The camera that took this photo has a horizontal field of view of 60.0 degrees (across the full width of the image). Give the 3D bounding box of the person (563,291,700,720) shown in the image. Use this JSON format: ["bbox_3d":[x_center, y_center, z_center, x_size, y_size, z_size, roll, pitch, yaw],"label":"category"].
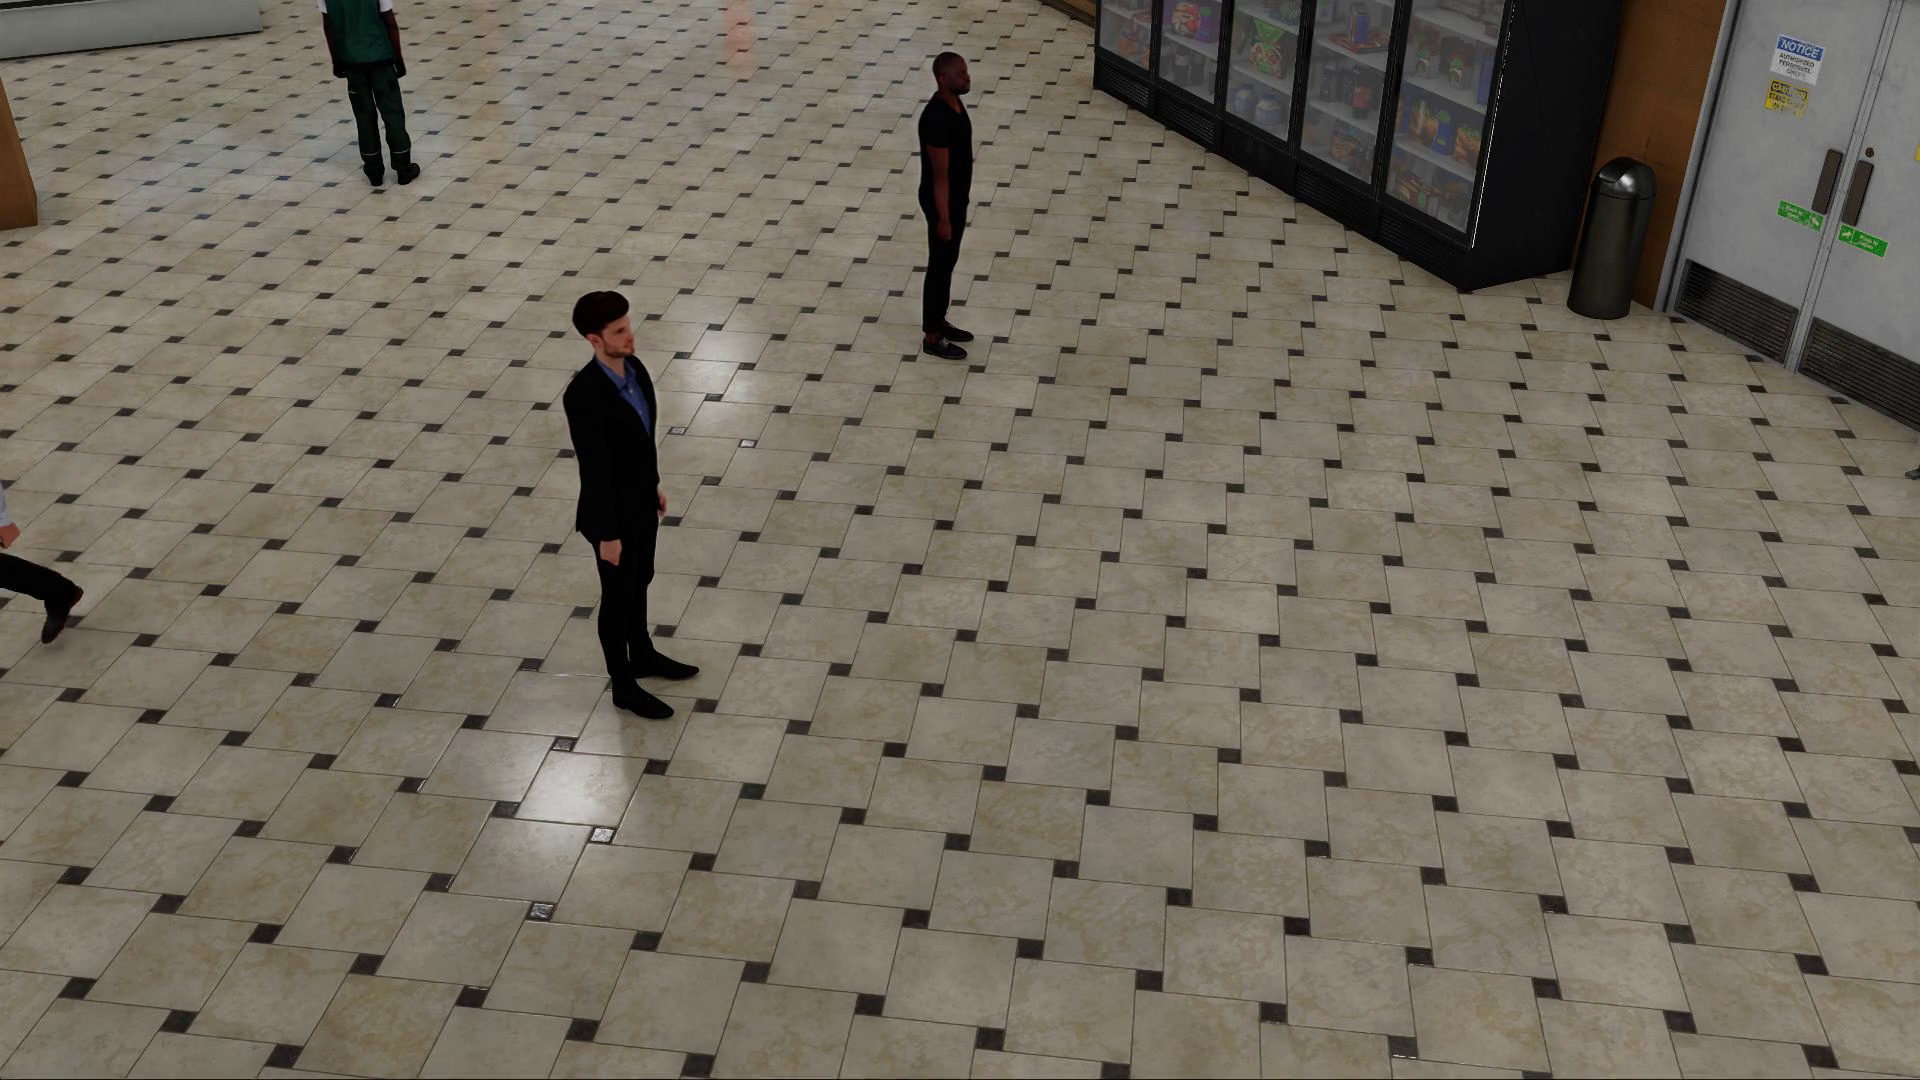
[{"bbox_3d":[-1.392,-0.150,6.842,0.824,1.894,0.790,7,33,11],"label":"person"}]

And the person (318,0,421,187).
[{"bbox_3d":[-4.402,-3.556,12.368,0.651,1.839,0.817,-4,32,-6],"label":"person"}]

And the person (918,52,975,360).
[{"bbox_3d":[-0.086,-1.984,9.862,0.769,1.819,0.743,6,32,10],"label":"person"}]
